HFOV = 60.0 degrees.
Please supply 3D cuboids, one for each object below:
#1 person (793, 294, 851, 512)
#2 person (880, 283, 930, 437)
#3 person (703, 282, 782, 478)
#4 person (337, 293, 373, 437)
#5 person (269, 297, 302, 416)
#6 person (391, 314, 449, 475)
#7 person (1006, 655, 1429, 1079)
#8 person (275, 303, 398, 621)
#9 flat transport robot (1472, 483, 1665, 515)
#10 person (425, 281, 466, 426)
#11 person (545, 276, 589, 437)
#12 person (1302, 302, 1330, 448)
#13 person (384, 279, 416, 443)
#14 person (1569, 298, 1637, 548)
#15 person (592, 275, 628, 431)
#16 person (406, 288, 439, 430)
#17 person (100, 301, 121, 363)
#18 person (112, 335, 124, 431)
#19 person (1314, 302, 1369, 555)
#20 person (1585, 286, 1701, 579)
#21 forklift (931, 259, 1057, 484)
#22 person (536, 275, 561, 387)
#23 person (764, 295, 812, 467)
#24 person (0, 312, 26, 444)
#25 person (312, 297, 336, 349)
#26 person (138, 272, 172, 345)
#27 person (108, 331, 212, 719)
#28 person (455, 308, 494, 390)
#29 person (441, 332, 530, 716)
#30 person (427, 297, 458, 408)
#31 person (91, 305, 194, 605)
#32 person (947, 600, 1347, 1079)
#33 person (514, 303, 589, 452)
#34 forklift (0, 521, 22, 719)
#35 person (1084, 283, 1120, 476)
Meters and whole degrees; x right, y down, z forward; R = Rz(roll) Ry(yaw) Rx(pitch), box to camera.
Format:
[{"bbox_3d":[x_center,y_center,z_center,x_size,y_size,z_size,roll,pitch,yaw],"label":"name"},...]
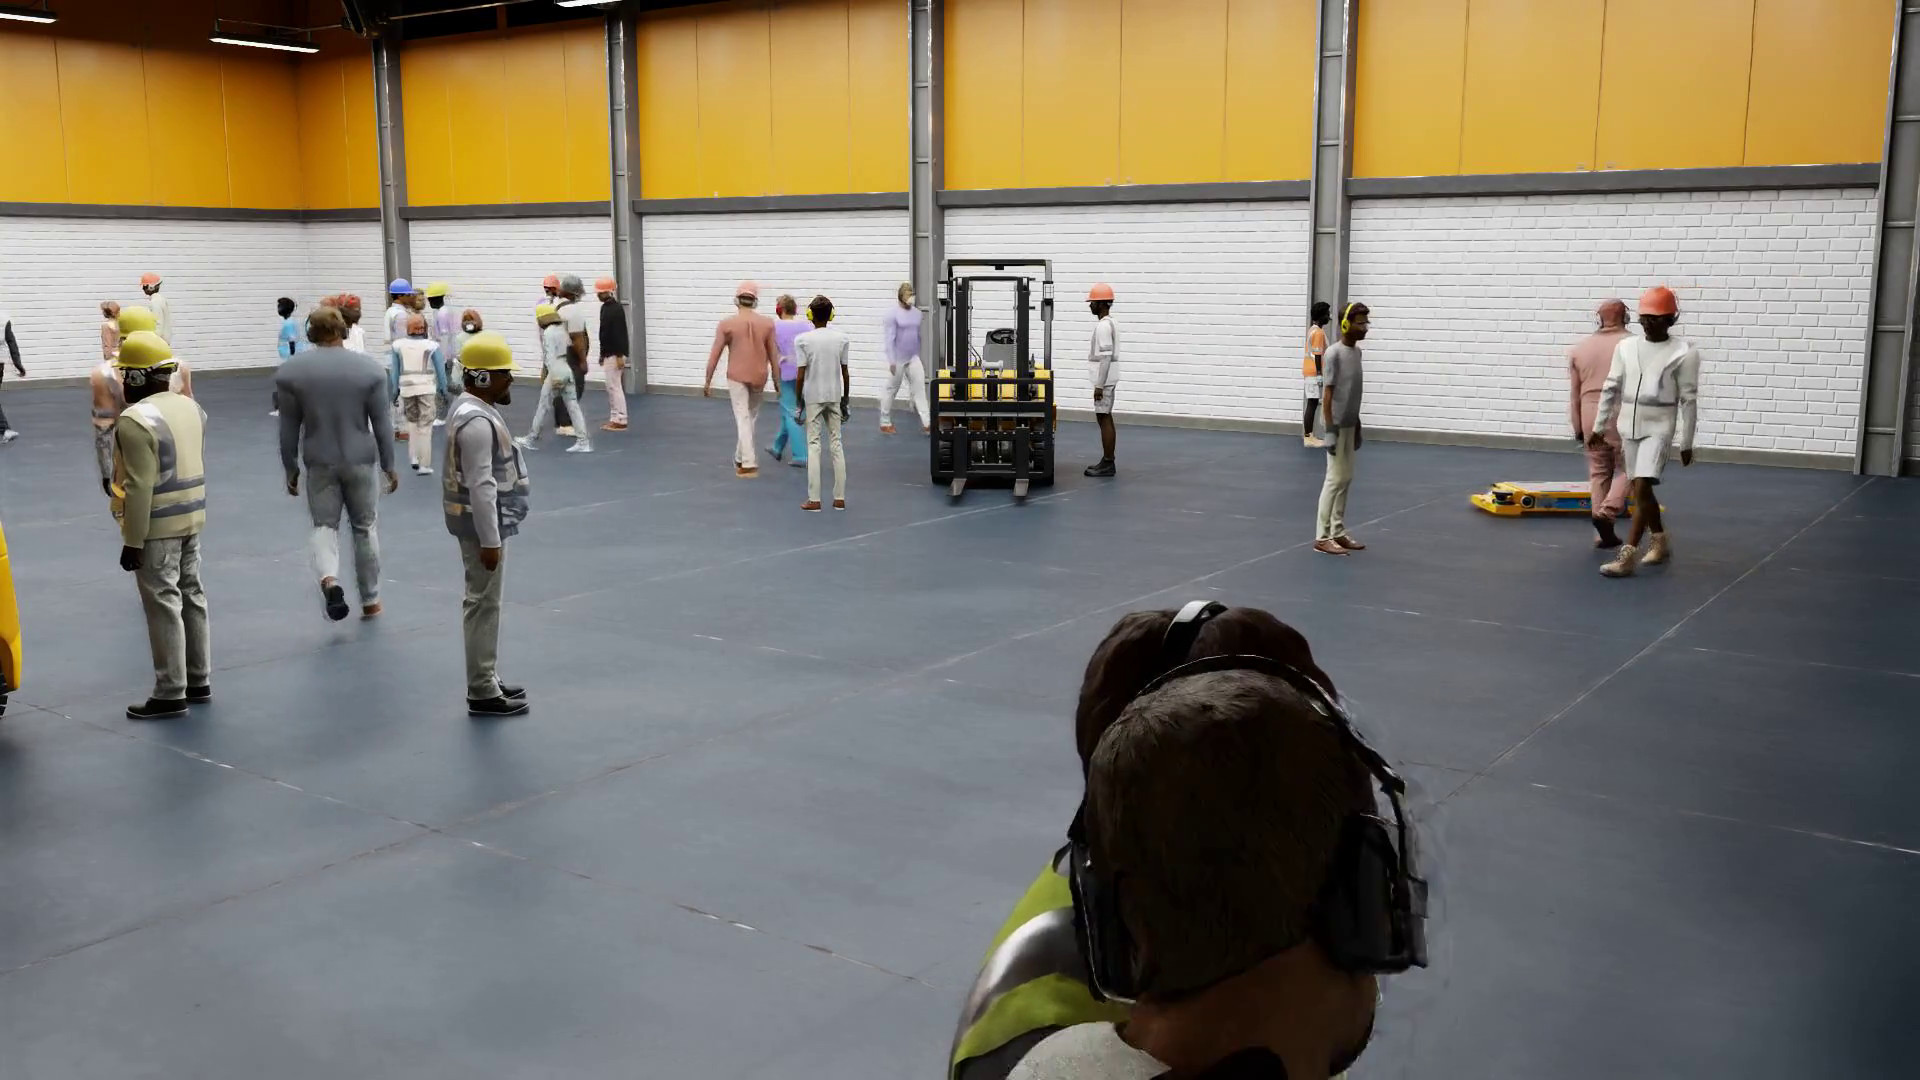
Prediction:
[{"bbox_3d":[-1.192,-1.177,14.381,0.512,1.872,0.328,-4,10,-23],"label":"person"},{"bbox_3d":[-0.644,-2.203,20.446,0.660,1.882,1.022,-9,13,-43],"label":"person"},{"bbox_3d":[-2.217,-1.618,16.778,0.752,1.929,0.992,-4,10,-24],"label":"person"},{"bbox_3d":[-5.792,-1.379,15.606,0.493,1.871,0.601,4,10,21],"label":"person"},{"bbox_3d":[-9.275,-2.561,23.222,0.731,1.672,0.535,-3,10,-19],"label":"person"},{"bbox_3d":[-5.460,-1.476,16.872,0.553,1.618,0.508,0,10,2],"label":"person"},{"bbox_3d":[0.137,1.048,1.088,0.374,1.898,0.748,-1,10,-4],"label":"person"},{"bbox_3d":[-3.672,-0.431,9.819,0.653,1.915,0.620,-2,10,-13],"label":"person"},{"bbox_3d":[5.213,-0.364,14.288,1.431,0.197,0.652,0,10,-1],"label":"flat transport robot"},{"bbox_3d":[-6.669,-2.435,21.774,0.665,1.899,0.624,-1,10,-9],"label":"person"},{"bbox_3d":[-4.832,-2.302,20.572,0.532,2.000,0.768,-9,13,-43],"label":"person"},{"bbox_3d":[4.141,-1.919,19.337,0.320,1.694,0.531,2,10,10],"label":"person"},{"bbox_3d":[-6.638,-2.126,19.799,0.388,1.947,0.615,-6,11,-32],"label":"person"},{"bbox_3d":[4.870,-0.863,12.458,0.491,1.885,0.676,-8,13,-40],"label":"person"},{"bbox_3d":[-4.449,-2.371,21.181,0.441,1.979,0.694,-5,11,-28],"label":"person"},{"bbox_3d":[-6.762,-2.222,20.748,0.406,1.824,0.549,2,10,10],"label":"person"},{"bbox_3d":[-11.137,-2.335,21.971,0.310,1.637,0.521,1,10,4],"label":"person"},{"bbox_3d":[-6.968,-1.015,14.149,0.352,1.620,0.519,7,12,35],"label":"person"},{"bbox_3d":[2.845,-0.825,12.331,0.335,1.859,0.534,8,12,39],"label":"person"},{"bbox_3d":[4.771,-0.758,11.556,1.014,1.996,0.621,-7,12,-35],"label":"person"},{"bbox_3d":[0.370,-1.738,16.759,1.214,2.155,2.313,1,10,3],"label":"forklift"},{"bbox_3d":[-6.254,-3.084,25.537,0.551,1.934,0.373,8,13,41],"label":"person"},{"bbox_3d":[-1.873,-1.688,17.650,0.571,1.796,0.962,-9,13,-42],"label":"person"},{"bbox_3d":[-11.504,-2.081,19.762,1.005,1.864,0.608,6,11,30],"label":"person"},{"bbox_3d":[-9.601,-2.882,25.293,0.522,1.622,0.634,0,10,-2],"label":"person"},{"bbox_3d":[-11.700,-2.895,24.245,0.400,1.989,0.623,-3,10,-19],"label":"person"},{"bbox_3d":[-3.803,-0.070,7.900,0.404,1.833,0.592,0,10,3],"label":"person"},{"bbox_3d":[-5.583,-1.876,19.295,0.520,1.612,0.466,1,10,5],"label":"person"},{"bbox_3d":[-2.253,-0.072,7.942,0.403,1.826,0.596,-3,10,-19],"label":"person"},{"bbox_3d":[-7.570,-2.762,23.958,0.963,1.817,0.562,3,10,17],"label":"person"},{"bbox_3d":[-5.006,-0.501,10.288,0.628,1.888,0.580,-8,13,-41],"label":"person"},{"bbox_3d":[0.219,0.964,1.714,0.429,1.841,0.633,3,10,20],"label":"person"},{"bbox_3d":[-4.625,-1.828,18.815,0.910,1.668,0.542,2,10,14],"label":"person"},{"bbox_3d":[-5.296,-0.090,6.943,1.214,2.155,2.313,7,12,35],"label":"forklift"},{"bbox_3d":[1.416,-1.604,16.720,0.363,1.935,0.553,2,10,13],"label":"person"}]
